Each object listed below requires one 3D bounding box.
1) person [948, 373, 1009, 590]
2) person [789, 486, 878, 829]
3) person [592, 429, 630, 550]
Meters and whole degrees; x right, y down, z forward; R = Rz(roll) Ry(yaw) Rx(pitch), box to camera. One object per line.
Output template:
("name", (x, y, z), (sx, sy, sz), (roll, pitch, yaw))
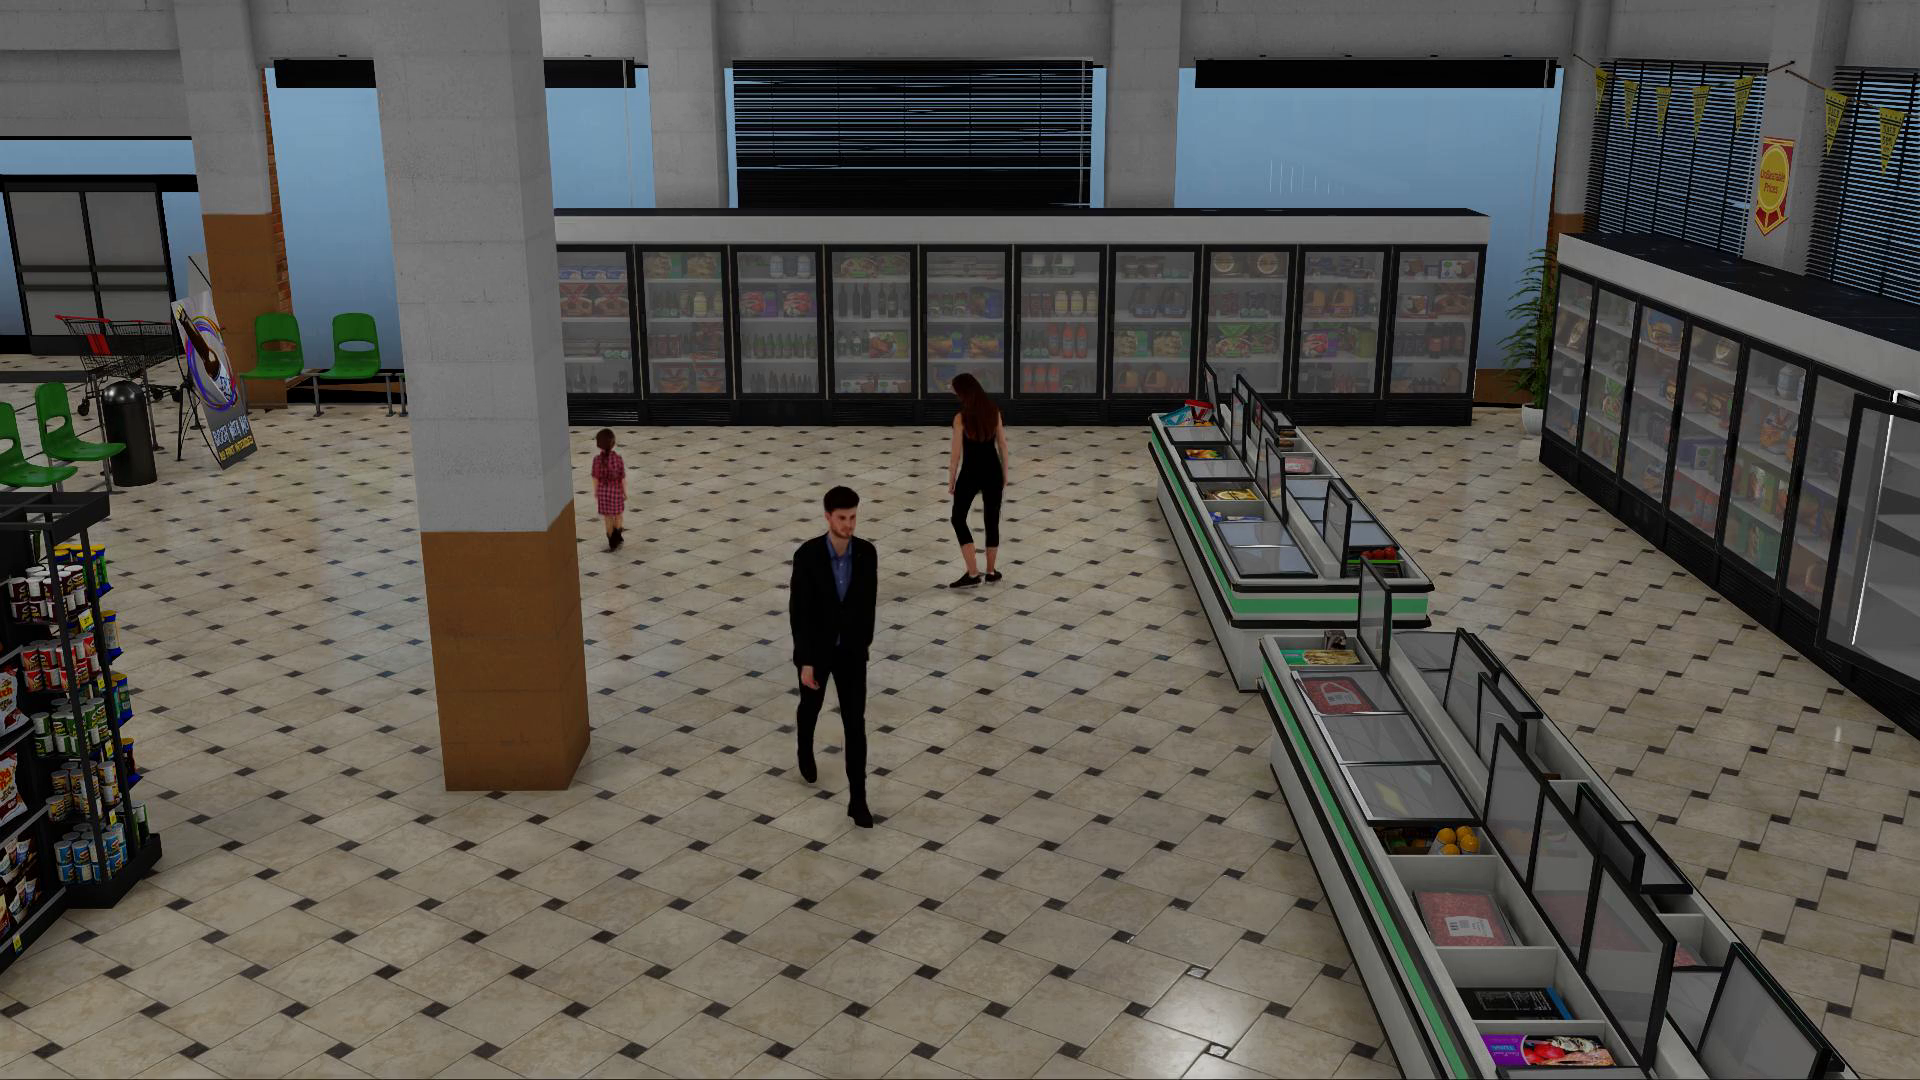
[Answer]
("person", (0.177, -0.462, 12.898), (0.797, 1.696, 0.785), (-2, 17, -7))
("person", (-0.750, 0.587, 9.196), (0.928, 1.840, 1.340), (-5, 18, -16))
("person", (-2.933, -0.415, 13.911), (0.471, 1.017, 0.503), (-2, 17, -8))
